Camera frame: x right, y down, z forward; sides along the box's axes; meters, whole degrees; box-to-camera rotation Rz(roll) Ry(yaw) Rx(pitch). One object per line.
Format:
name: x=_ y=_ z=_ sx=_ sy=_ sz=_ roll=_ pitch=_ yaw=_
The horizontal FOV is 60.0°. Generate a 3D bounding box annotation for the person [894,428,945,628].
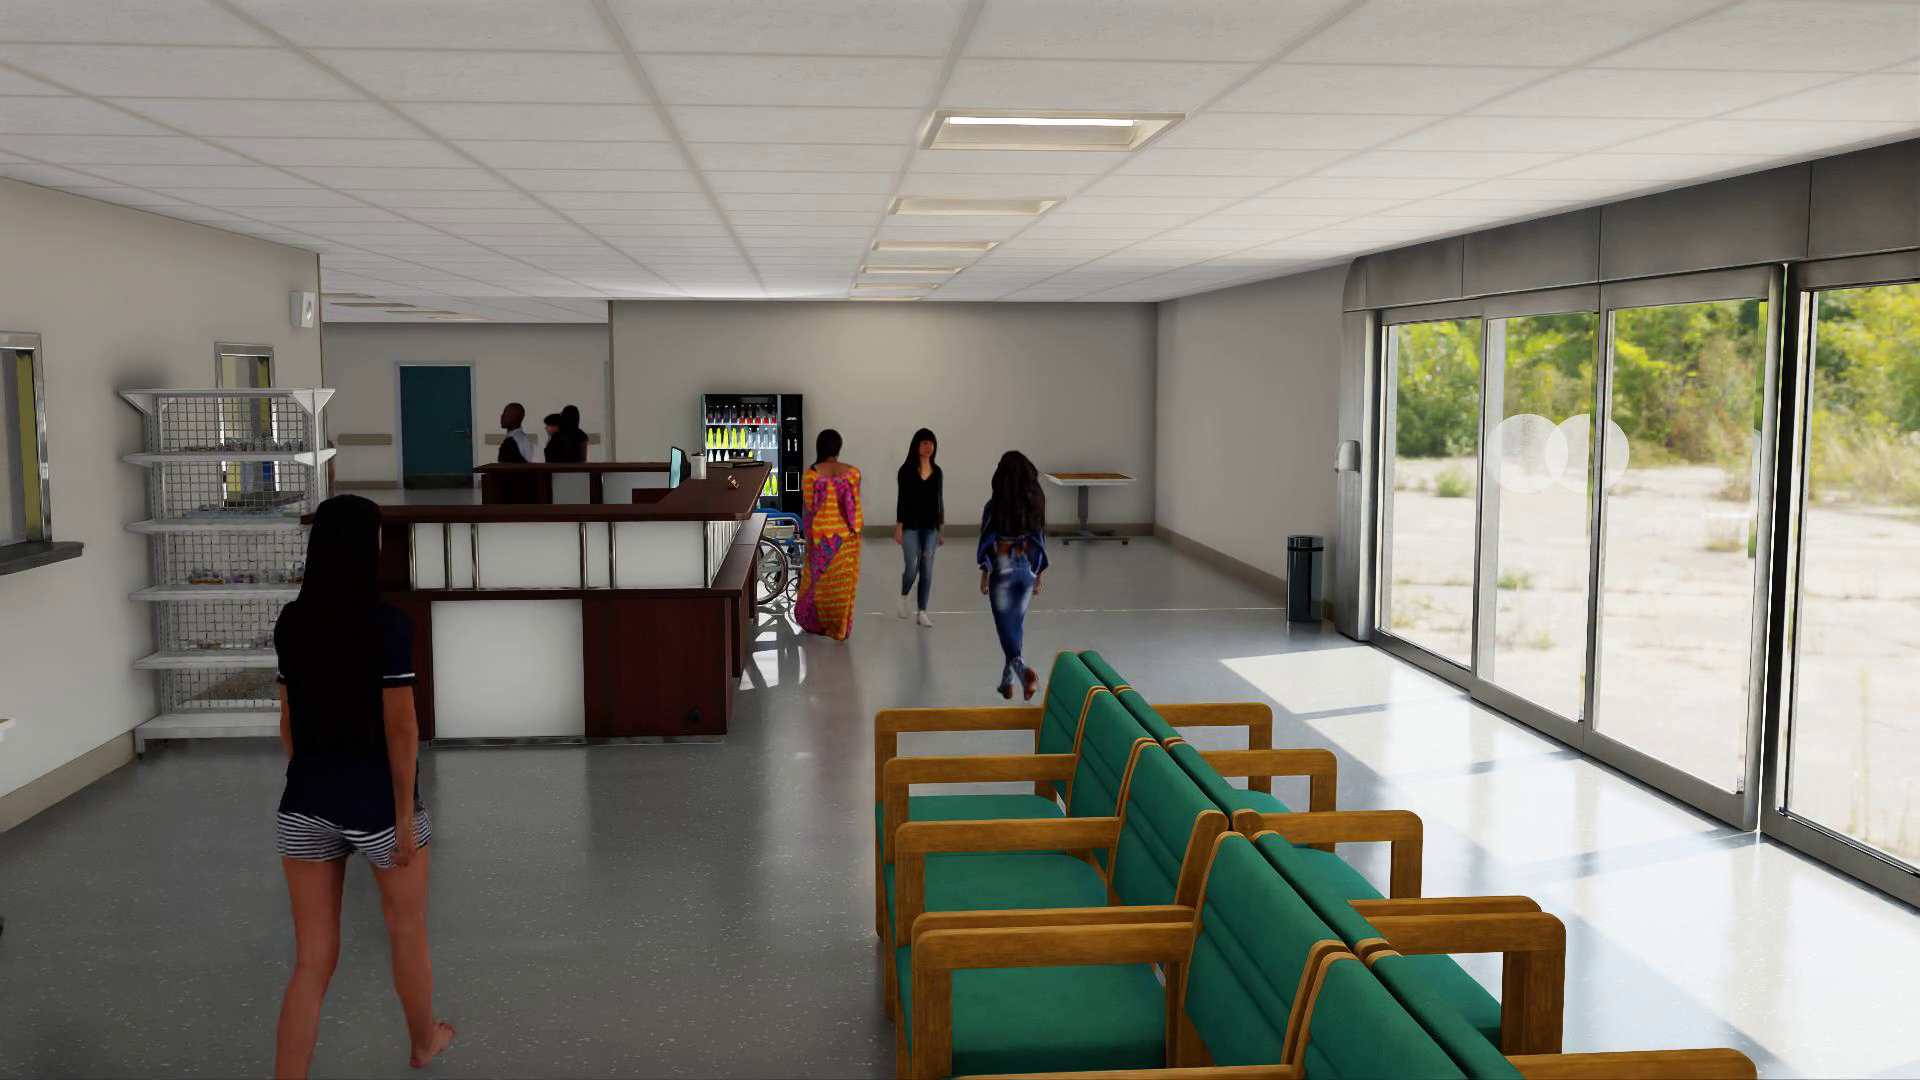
person: x=-0.364 y=-0.104 z=13.759 sx=0.719 sy=1.635 sz=0.753 roll=-2 pitch=6 yaw=-22

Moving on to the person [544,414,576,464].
person: x=-4.466 y=-0.612 z=18.945 sx=0.931 sy=1.608 sz=0.649 roll=1 pitch=6 yaw=6

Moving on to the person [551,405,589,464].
person: x=-4.549 y=-0.675 z=19.231 sx=1.149 sy=1.676 sz=0.643 roll=0 pitch=6 yaw=-4

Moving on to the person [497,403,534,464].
person: x=-4.050 y=-0.367 z=15.472 sx=0.774 sy=1.816 sz=0.762 roll=-3 pitch=6 yaw=-25

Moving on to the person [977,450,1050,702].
person: x=0.348 y=0.255 z=10.383 sx=0.991 sy=1.597 sz=0.817 roll=-2 pitch=6 yaw=-18

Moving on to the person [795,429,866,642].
person: x=-0.983 y=-0.032 z=12.988 sx=1.062 sy=1.646 sz=0.806 roll=-1 pitch=6 yaw=-14

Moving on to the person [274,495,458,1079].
person: x=-1.688 y=0.790 z=4.476 sx=1.105 sy=1.715 sz=0.808 roll=1 pitch=6 yaw=7
